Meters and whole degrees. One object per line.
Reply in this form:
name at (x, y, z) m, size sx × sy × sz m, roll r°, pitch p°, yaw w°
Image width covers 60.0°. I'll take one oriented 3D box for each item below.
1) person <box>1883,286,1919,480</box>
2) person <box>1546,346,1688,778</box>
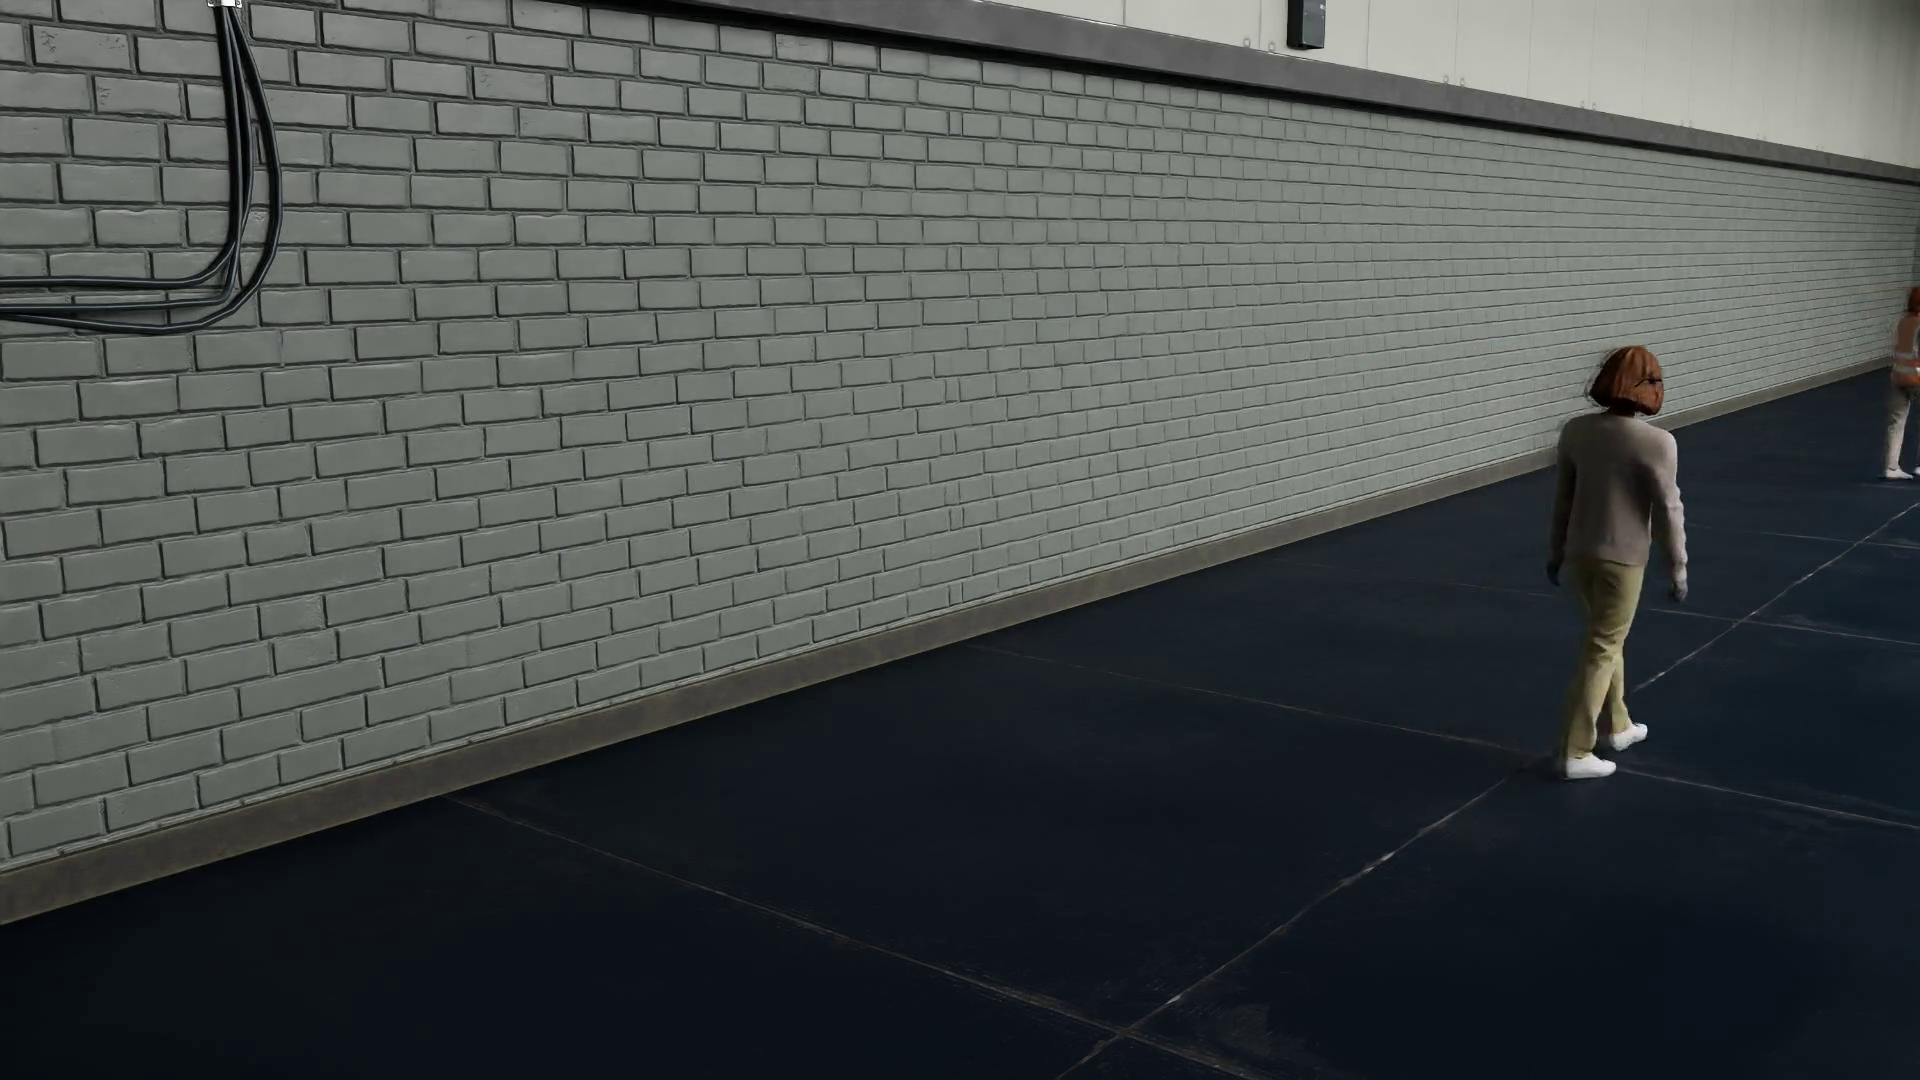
person at (8.021, -1.300, 13.846) m, size 0.560 × 1.619 × 0.539 m, roll -1°, pitch 10°, yaw -6°
person at (2.535, 0.079, 6.279) m, size 0.718 × 1.606 × 0.517 m, roll -5°, pitch 11°, yaw -26°
